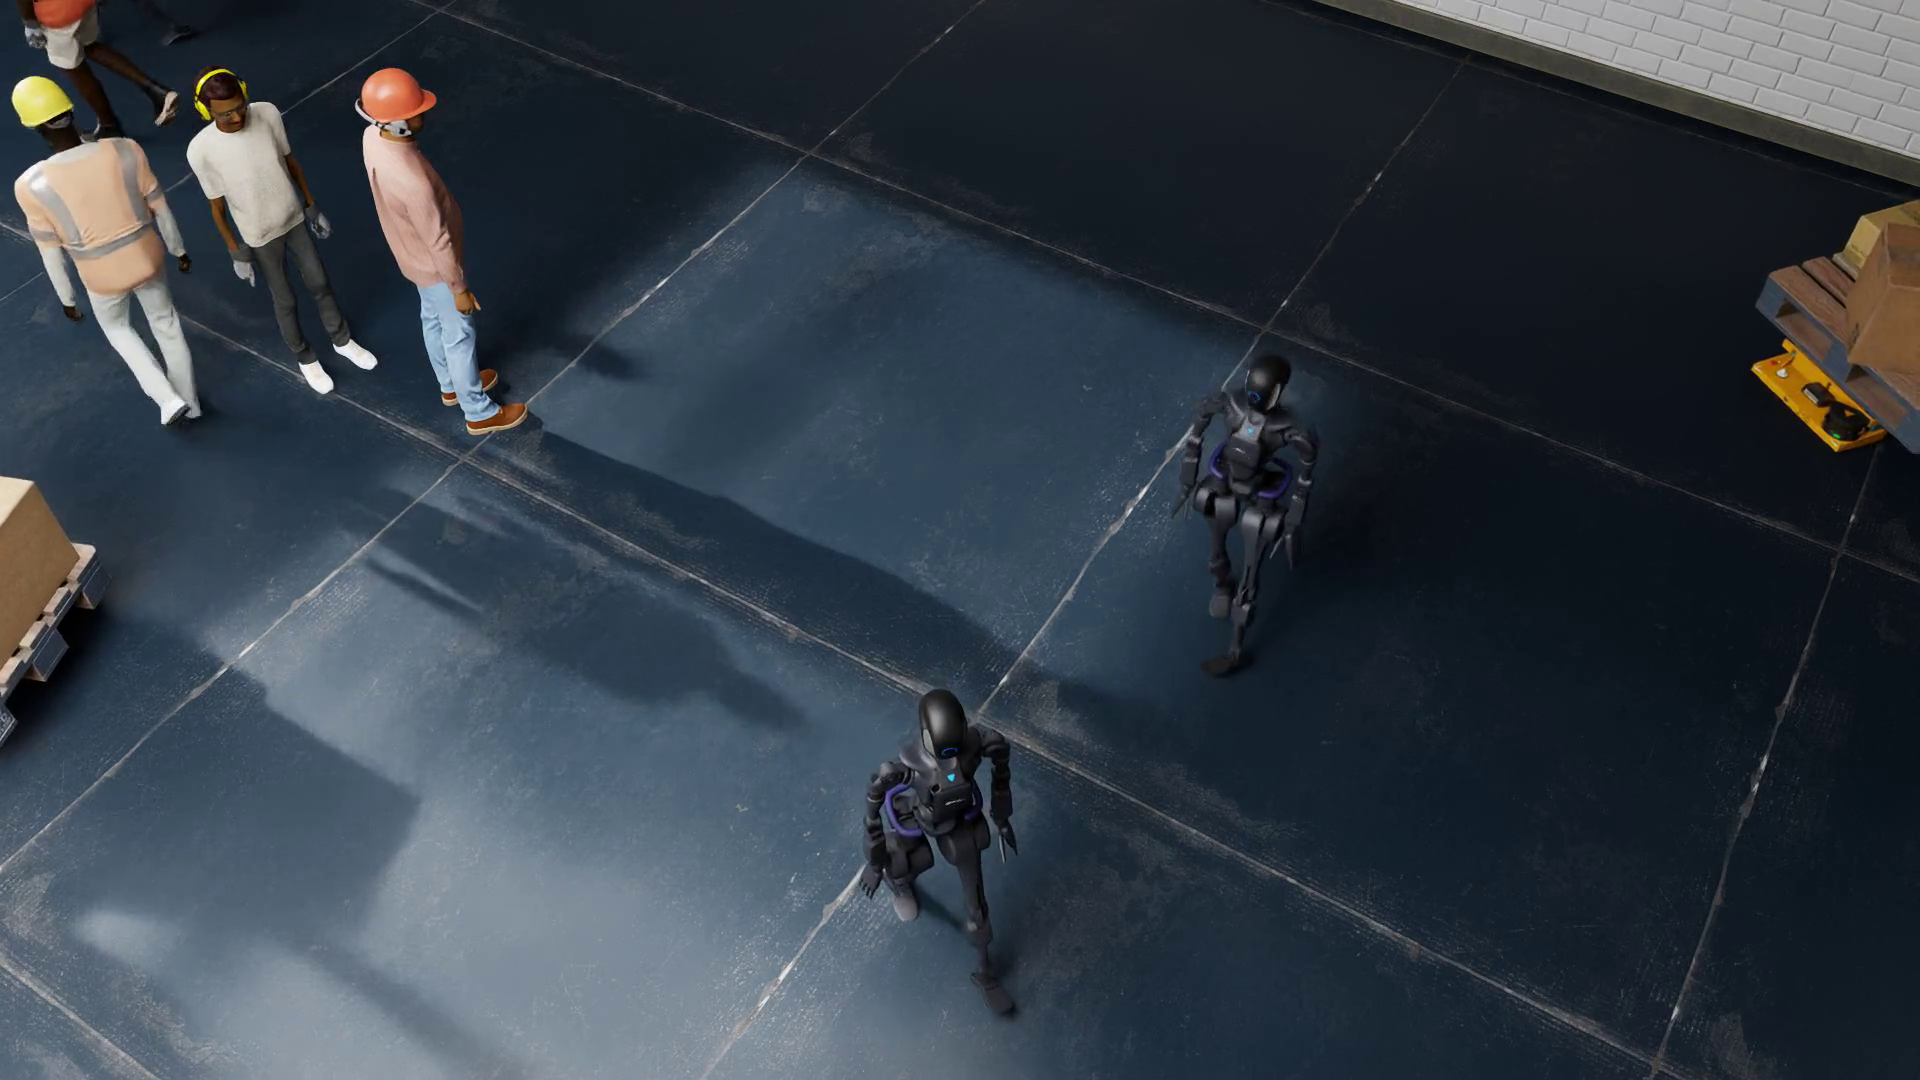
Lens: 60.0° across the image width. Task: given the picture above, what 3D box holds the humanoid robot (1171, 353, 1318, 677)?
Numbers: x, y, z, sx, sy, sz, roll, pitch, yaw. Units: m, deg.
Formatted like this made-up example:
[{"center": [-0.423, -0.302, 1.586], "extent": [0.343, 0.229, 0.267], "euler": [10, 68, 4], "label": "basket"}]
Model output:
[{"center": [1.160, -0.119, 6.994], "extent": [0.603, 1.632, 0.623], "euler": [24, 53, 20], "label": "humanoid robot"}]

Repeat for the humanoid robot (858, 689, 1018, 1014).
[{"center": [-0.074, 1.074, 5.969], "extent": [0.608, 1.621, 0.786], "euler": [-18, 51, -15], "label": "humanoid robot"}]

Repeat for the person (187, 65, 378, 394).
[{"center": [-3.307, -1.492, 8.070], "extent": [0.352, 1.856, 0.521], "euler": [31, 55, 24], "label": "person"}]

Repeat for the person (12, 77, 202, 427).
[{"center": [-3.984, -1.318, 7.879], "extent": [0.621, 1.900, 0.432], "euler": [-34, 57, -26], "label": "person"}]

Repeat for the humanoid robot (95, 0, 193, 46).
[{"center": [-5.367, -3.758, 10.198], "extent": [0.768, 1.631, 0.603], "euler": [-15, 50, -12], "label": "humanoid robot"}]

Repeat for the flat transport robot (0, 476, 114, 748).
[{"center": [-4.494, 0.524, 7.357], "extent": [0.659, 0.231, 1.431], "euler": [8, 49, 7], "label": "flat transport robot"}]

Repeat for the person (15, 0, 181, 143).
[{"center": [-5.008, -3.044, 9.366], "extent": [0.570, 1.947, 0.598], "euler": [7, 49, 6], "label": "person"}]

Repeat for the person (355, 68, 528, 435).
[{"center": [-2.468, -1.337, 7.839], "extent": [0.384, 1.992, 0.624], "euler": [-29, 55, -23], "label": "person"}]

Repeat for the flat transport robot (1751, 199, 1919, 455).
[{"center": [4.910, -0.902, 8.603], "extent": [1.431, 0.231, 0.659], "euler": [-17, 51, -14], "label": "flat transport robot"}]
